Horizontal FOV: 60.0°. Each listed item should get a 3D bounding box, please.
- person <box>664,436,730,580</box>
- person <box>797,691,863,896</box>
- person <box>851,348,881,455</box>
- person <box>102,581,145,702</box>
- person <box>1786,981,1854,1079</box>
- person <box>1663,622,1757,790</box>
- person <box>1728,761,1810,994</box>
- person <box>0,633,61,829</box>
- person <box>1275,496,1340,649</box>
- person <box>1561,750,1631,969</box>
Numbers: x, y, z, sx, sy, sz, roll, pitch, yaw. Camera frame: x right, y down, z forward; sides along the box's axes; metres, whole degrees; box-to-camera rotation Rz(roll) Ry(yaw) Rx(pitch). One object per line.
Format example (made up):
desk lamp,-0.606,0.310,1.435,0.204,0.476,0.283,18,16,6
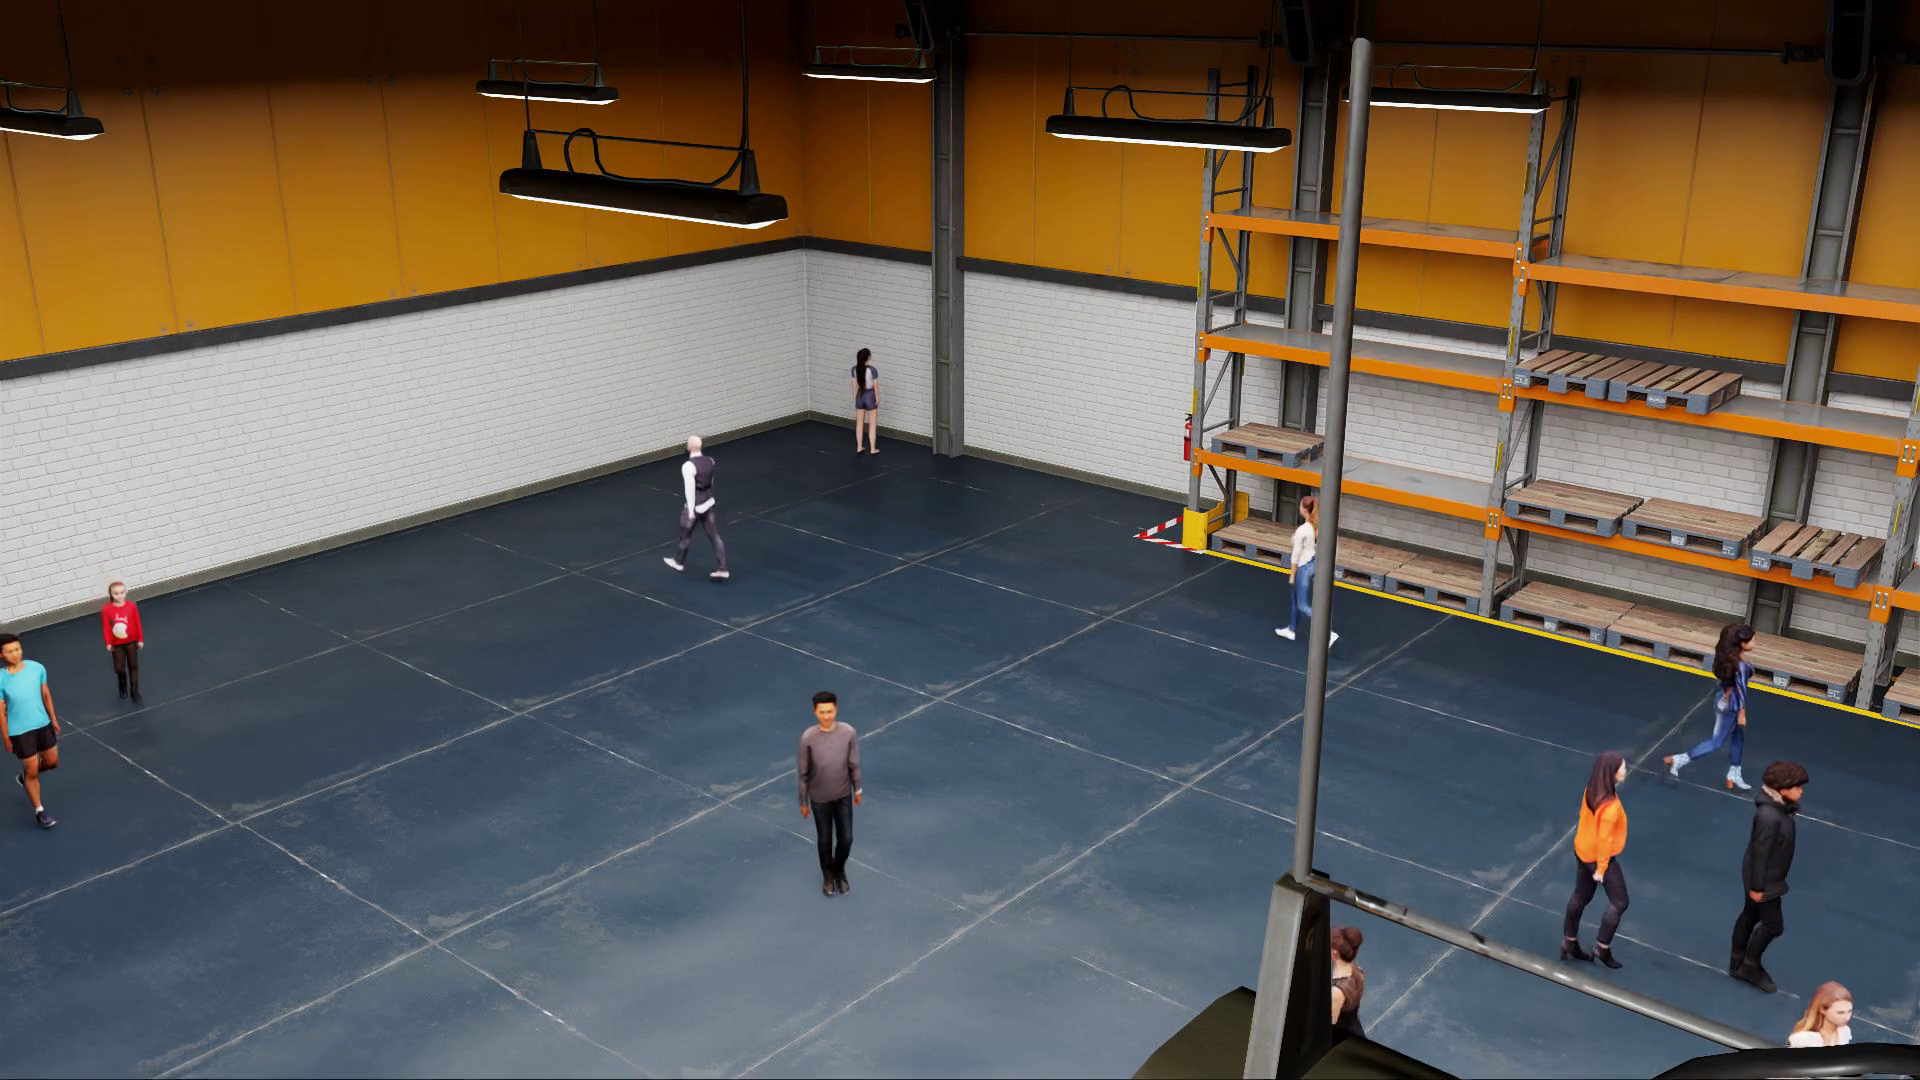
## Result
person,-3.091,-0.347,20.166,1.257,1.773,0.813,12,22,31
person,-1.037,1.990,13.254,0.788,1.754,0.830,-7,20,-21
person,-1.457,-2.157,25.733,0.549,1.650,0.709,7,20,21
person,-8.510,1.014,16.904,0.562,1.274,0.597,-12,22,-32
person,4.858,3.257,9.609,0.795,1.681,0.895,-6,19,-16
person,6.815,1.522,14.899,1.096,1.592,0.874,5,19,14
person,5.731,2.398,12.025,0.633,1.765,0.682,12,22,31
person,-8.092,1.616,14.359,0.878,1.758,0.694,12,22,31
person,3.835,0.385,18.119,0.663,1.692,1.083,-18,25,-42
person,4.601,2.340,12.241,0.814,1.737,0.759,0,19,-1
